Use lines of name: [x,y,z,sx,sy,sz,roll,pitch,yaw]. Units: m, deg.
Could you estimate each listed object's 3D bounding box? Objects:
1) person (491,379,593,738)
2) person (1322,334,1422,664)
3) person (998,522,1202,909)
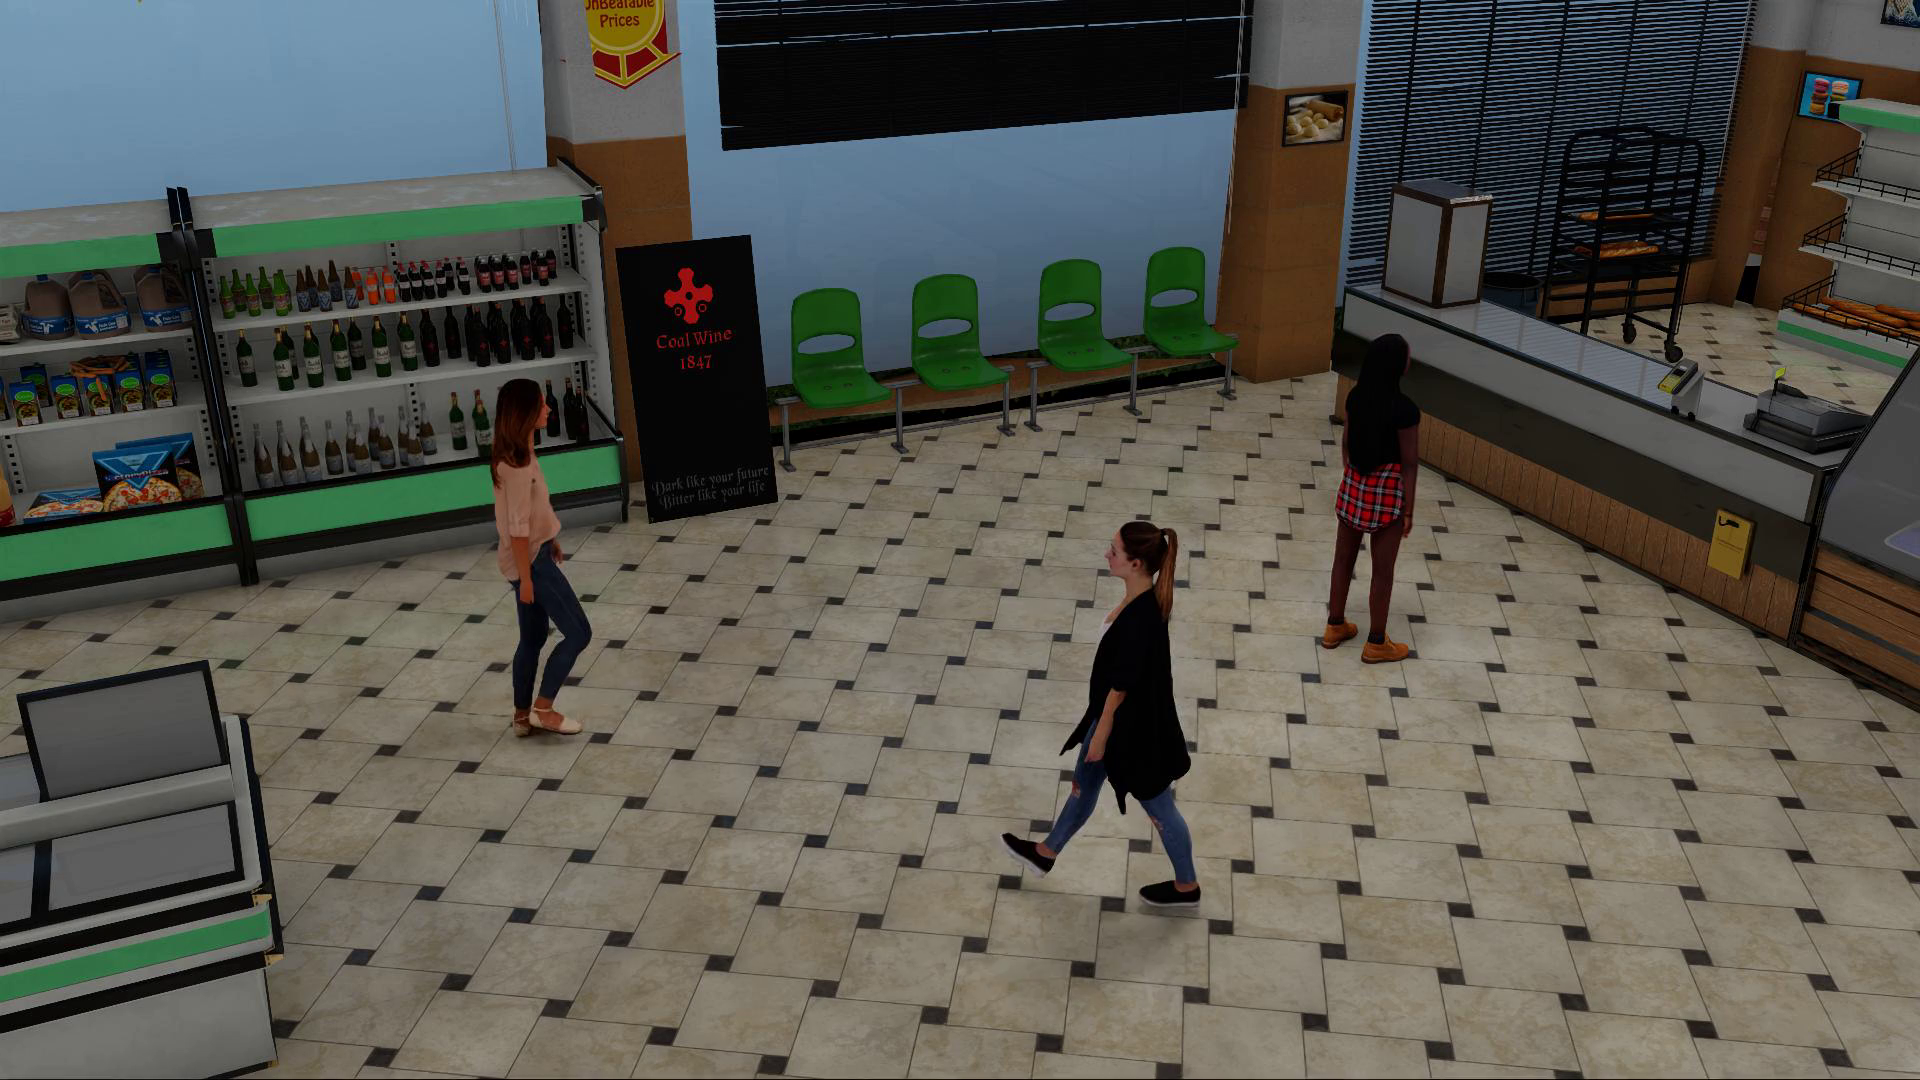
person: [-2.059,0.130,7.614,0.644,1.774,0.631,-8,25,-18]
person: [2.105,-0.212,8.453,0.668,1.728,0.663,-18,29,-35]
person: [0.759,0.735,6.396,1.149,1.643,1.012,5,24,10]
